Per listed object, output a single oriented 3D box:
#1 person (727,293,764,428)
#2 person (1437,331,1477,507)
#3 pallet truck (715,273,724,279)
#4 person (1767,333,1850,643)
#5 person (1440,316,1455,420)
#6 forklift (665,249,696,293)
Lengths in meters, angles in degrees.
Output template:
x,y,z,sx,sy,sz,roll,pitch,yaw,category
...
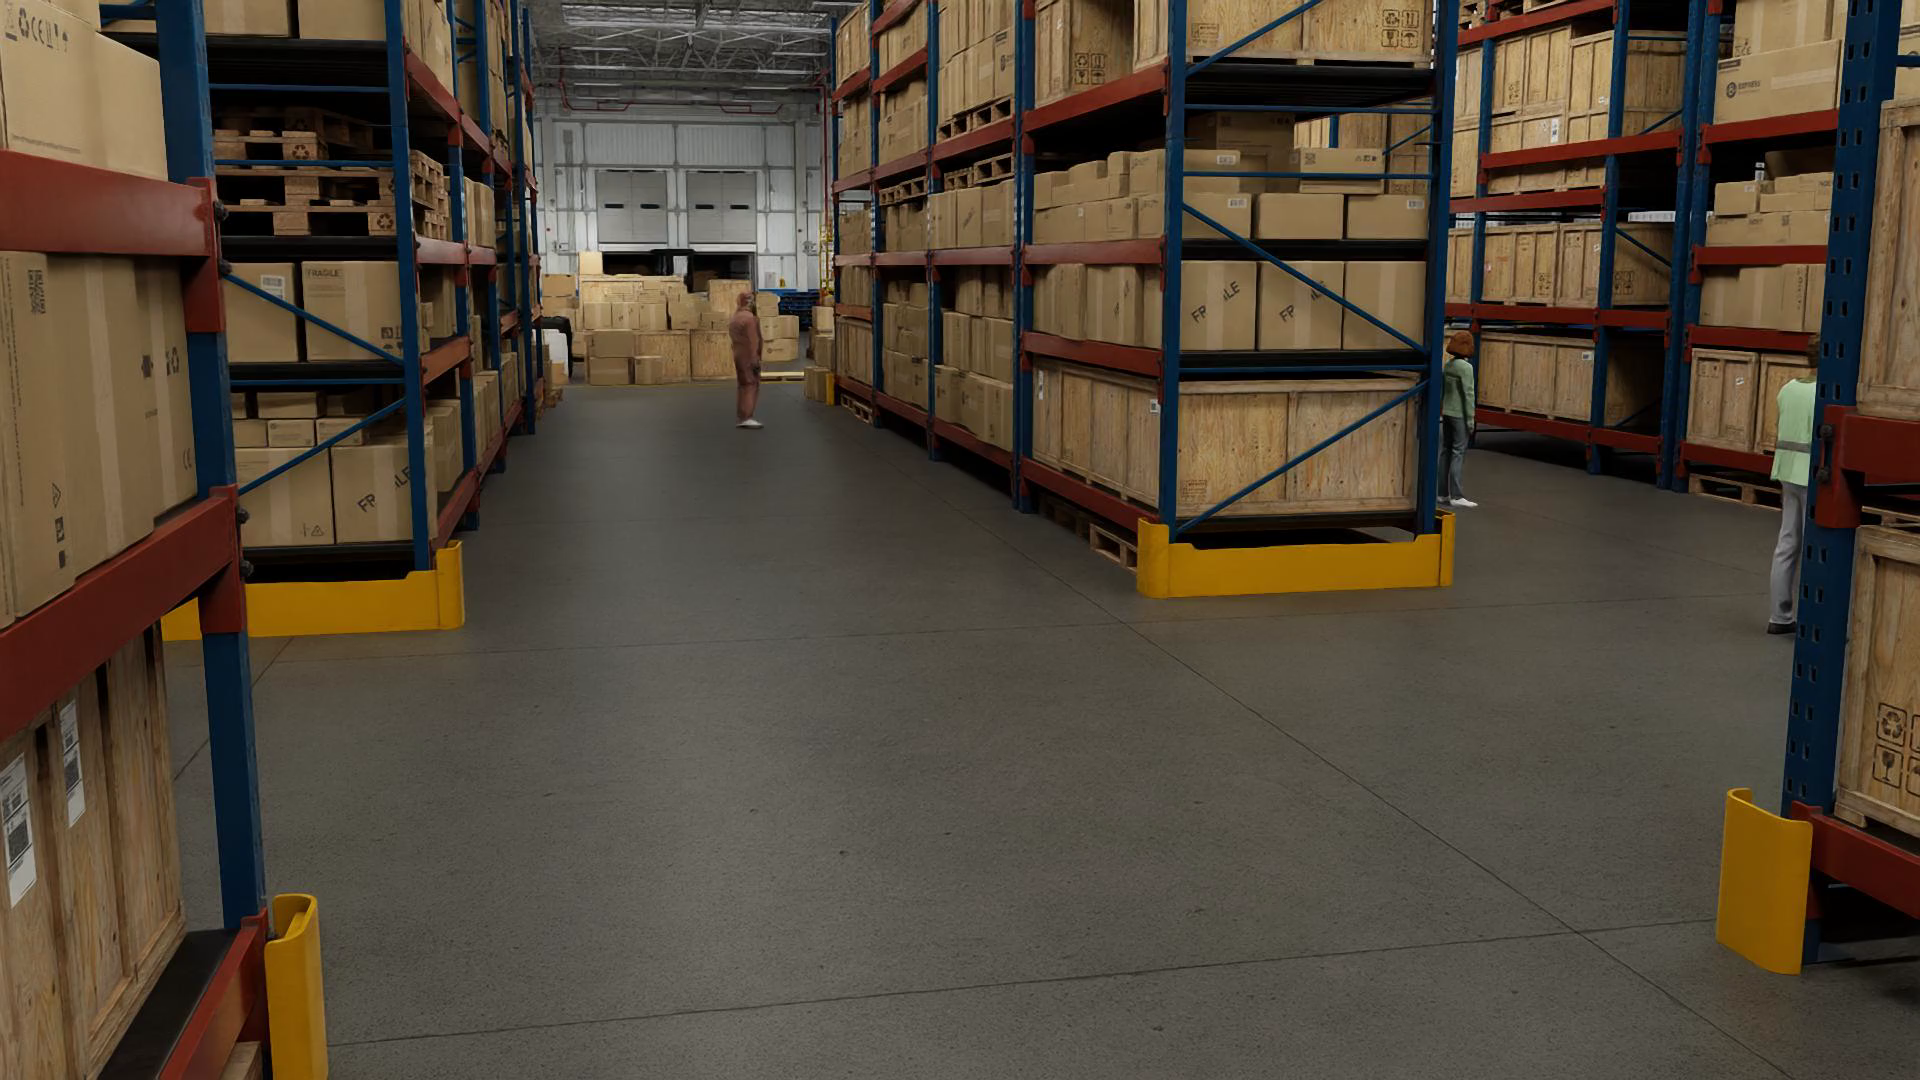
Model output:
x,y,z,sx,sy,sz,roll,pitch,yaw,category
-2.949,-2.479,23.048,0.448,1.863,0.761,-6,11,-34,person
4.637,-1.124,15.466,0.280,1.633,0.502,-2,10,-12,person
-8.580,-8.986,62.280,1.885,1.965,0.823,1,9,5,pallet truck
5.044,-0.311,9.866,0.387,1.846,0.566,-2,10,-12,person
6.923,-2.488,23.761,0.308,1.641,0.517,-2,10,-12,person
-9.191,-8.194,54.769,1.129,2.768,1.873,-7,12,-38,forklift
